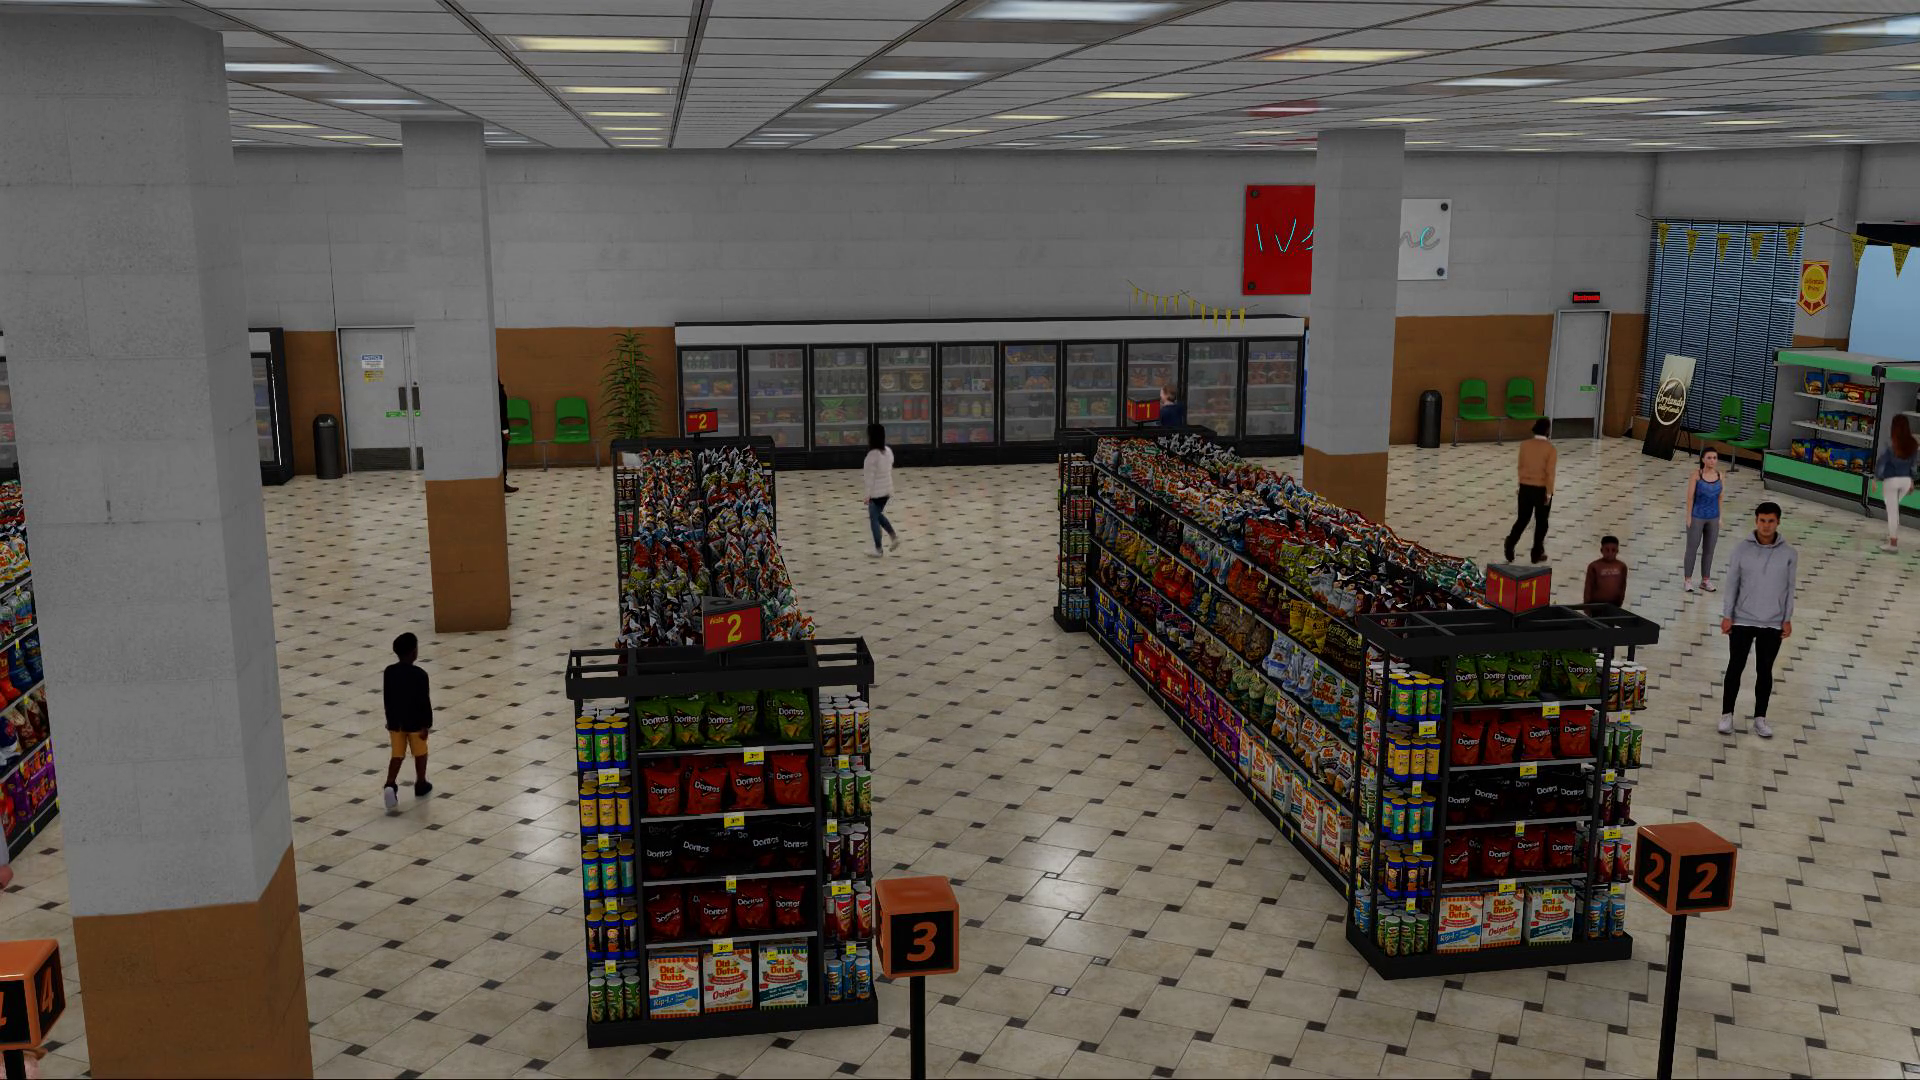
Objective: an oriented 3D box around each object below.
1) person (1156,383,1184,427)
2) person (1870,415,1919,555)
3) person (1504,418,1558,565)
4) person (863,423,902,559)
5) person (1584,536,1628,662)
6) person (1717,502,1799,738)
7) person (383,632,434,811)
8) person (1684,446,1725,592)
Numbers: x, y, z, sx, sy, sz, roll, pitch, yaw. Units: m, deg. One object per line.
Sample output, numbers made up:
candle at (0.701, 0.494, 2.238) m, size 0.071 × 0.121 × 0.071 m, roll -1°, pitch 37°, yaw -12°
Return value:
person at (2.812, -1.143, 22.085) m, size 0.923 × 1.857 × 0.863 m, roll 8°, pitch 14°, yaw 32°
person at (11.427, -0.659, 20.188) m, size 0.632 × 1.691 × 0.610 m, roll -2°, pitch 12°, yaw -8°
person at (6.720, -0.555, 19.583) m, size 1.012 × 1.736 × 1.010 m, roll -11°, pitch 16°, yaw -42°
person at (-0.912, -0.584, 19.991) m, size 0.867 × 1.626 × 0.807 m, roll 7°, pitch 14°, yaw 30°
person at (5.990, 0.567, 15.493) m, size 0.751 × 1.226 × 0.978 m, roll 2°, pitch 12°, yaw 12°
person at (6.469, 0.628, 13.498) m, size 0.774 × 1.930 × 0.759 m, roll 3°, pitch 12°, yaw 16°
person at (-3.993, 1.305, 11.922) m, size 0.632 × 1.254 × 0.864 m, roll 1°, pitch 12°, yaw 4°
person at (8.221, -0.237, 18.380) m, size 0.588 × 1.610 × 0.579 m, roll 0°, pitch 12°, yaw -2°
